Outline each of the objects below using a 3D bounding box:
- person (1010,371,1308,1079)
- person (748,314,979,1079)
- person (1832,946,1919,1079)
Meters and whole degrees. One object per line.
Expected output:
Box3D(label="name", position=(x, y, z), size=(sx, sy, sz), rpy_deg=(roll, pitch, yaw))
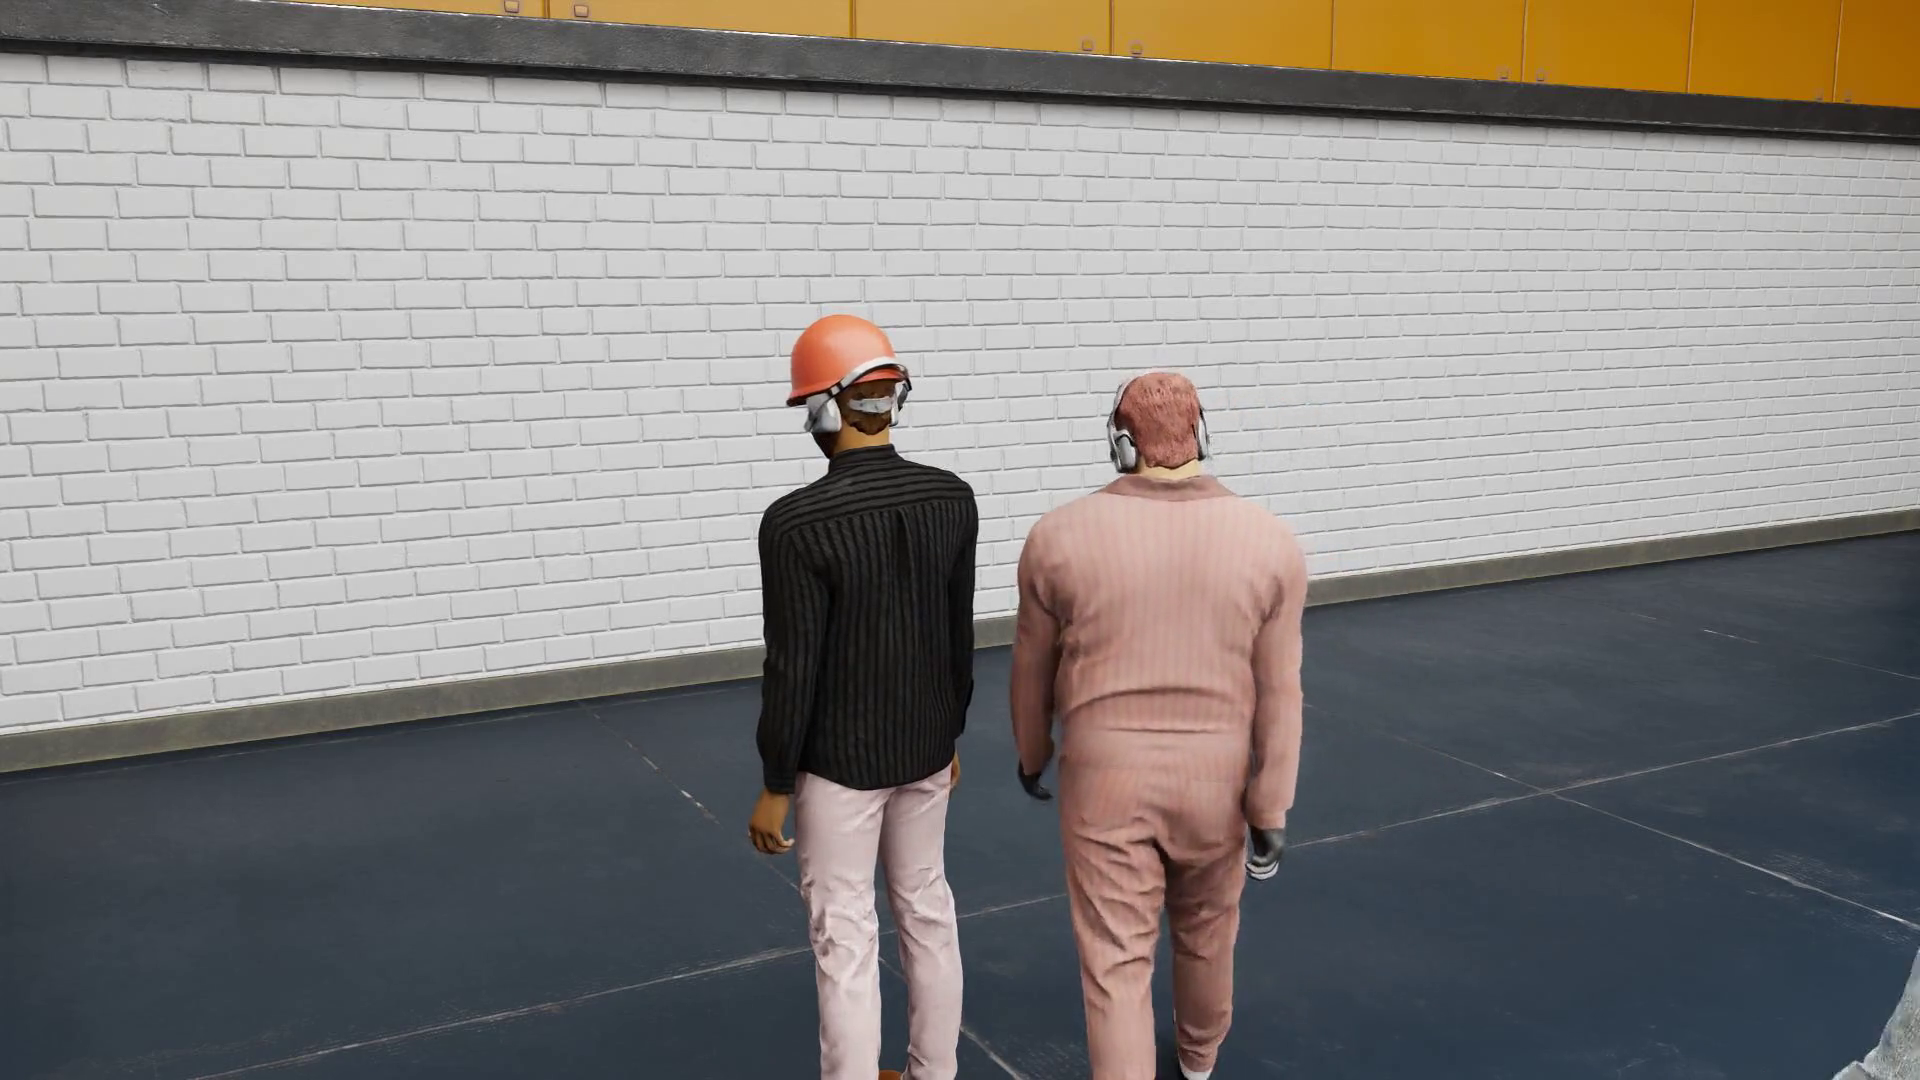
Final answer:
Box3D(label="person", position=(0.436, 0.539, 3.879), size=(0.636, 1.854, 0.941), rpy_deg=(0, 10, -1))
Box3D(label="person", position=(-0.224, 0.486, 3.805), size=(0.610, 1.986, 0.392), rpy_deg=(-10, 14, -44))
Box3D(label="person", position=(2.359, 0.581, 3.572), size=(1.022, 1.892, 0.637), rpy_deg=(5, 11, 28))
